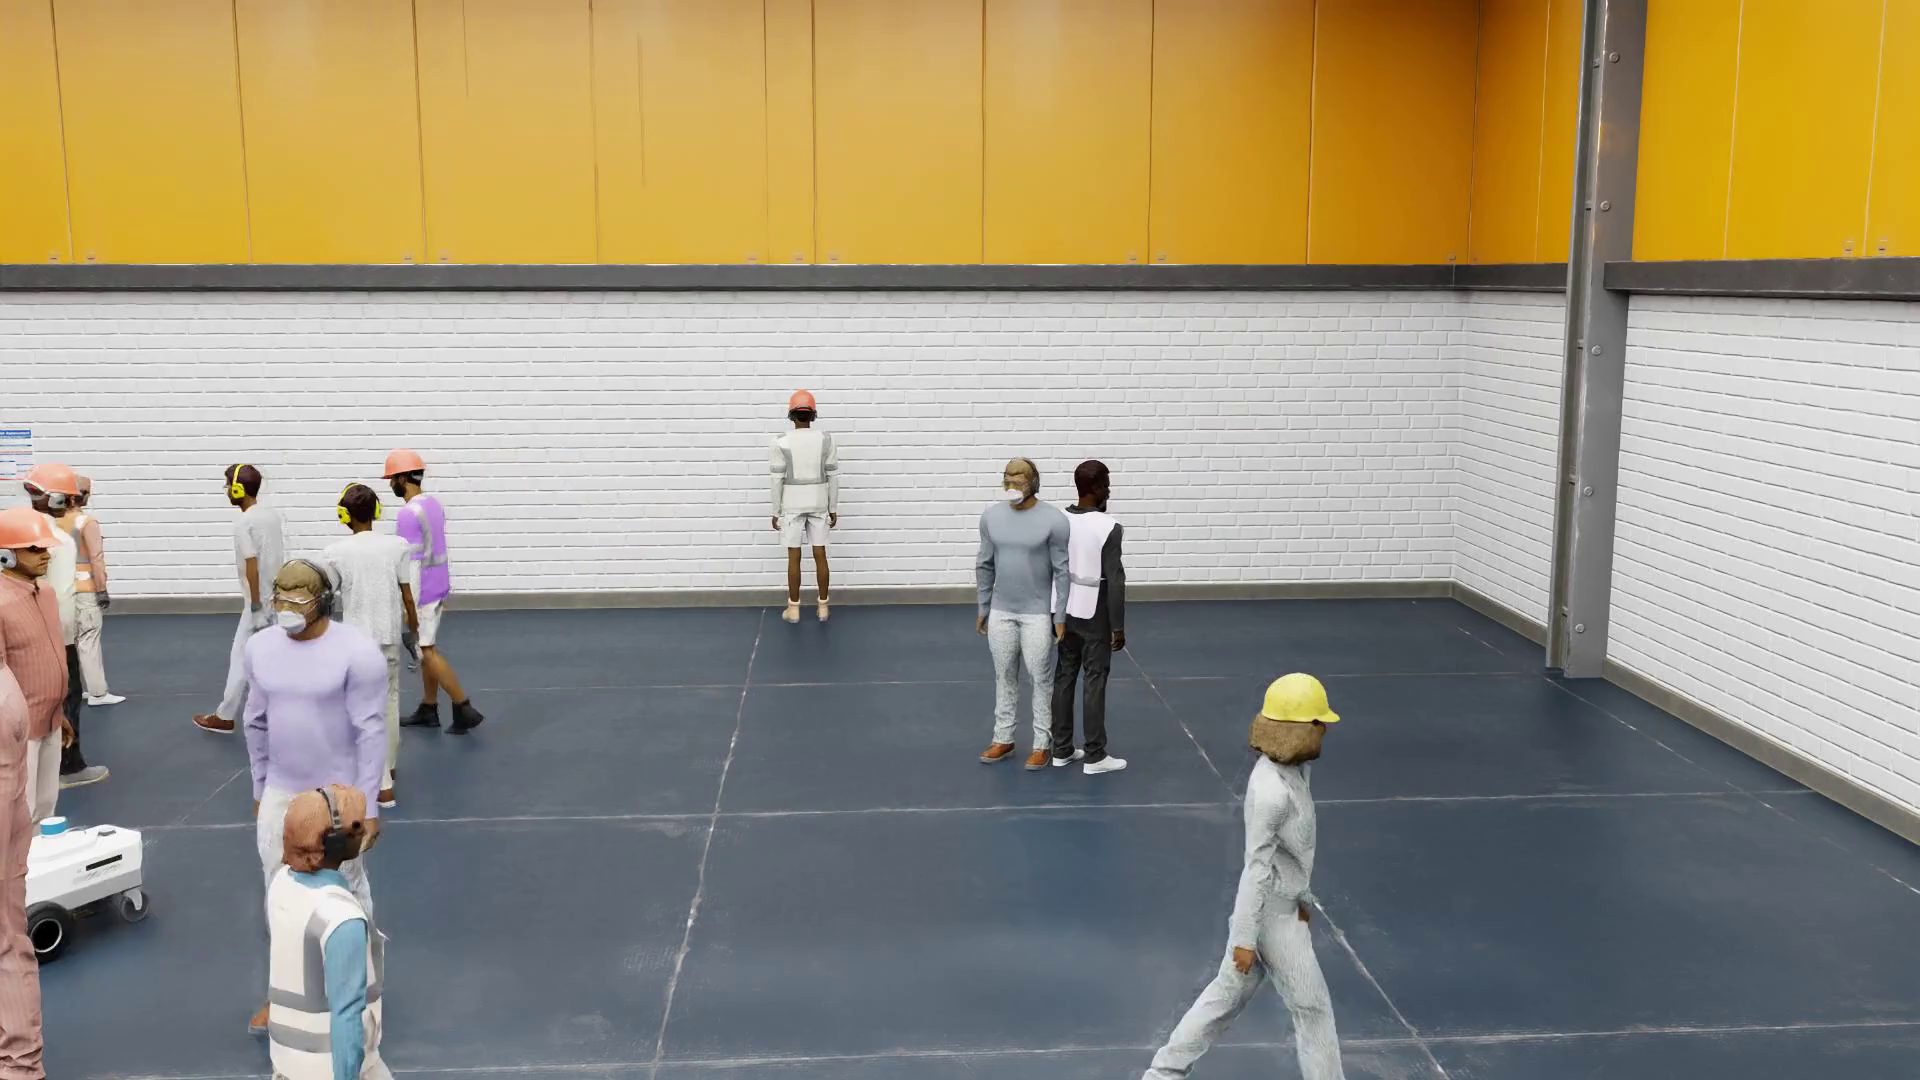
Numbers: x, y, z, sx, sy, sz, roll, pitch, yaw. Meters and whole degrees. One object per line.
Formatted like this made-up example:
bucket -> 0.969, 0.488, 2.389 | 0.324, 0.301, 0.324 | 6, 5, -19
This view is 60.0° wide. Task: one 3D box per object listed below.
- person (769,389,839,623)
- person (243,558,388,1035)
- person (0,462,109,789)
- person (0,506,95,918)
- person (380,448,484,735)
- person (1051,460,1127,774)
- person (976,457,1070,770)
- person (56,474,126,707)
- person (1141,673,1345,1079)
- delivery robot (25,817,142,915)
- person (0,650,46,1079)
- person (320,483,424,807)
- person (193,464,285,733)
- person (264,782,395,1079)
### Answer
person -> -1.366, -0.293, 14.546 | 0.608, 2.044, 0.370 | -3, 9, -17
person -> -2.599, 1.031, 6.649 | 0.651, 1.922, 0.599 | 2, 9, 11
person -> -5.391, 0.543, 9.586 | 0.666, 1.958, 0.787 | 5, 10, 27
person -> -4.249, 0.834, 7.621 | 0.395, 1.994, 0.613 | -1, 9, -4
person -> -3.507, 0.349, 10.977 | 0.544, 1.943, 0.566 | 0, 9, 1
person -> 0.754, 0.467, 10.171 | 0.375, 1.916, 0.592 | -9, 13, -44
person -> 0.383, 0.446, 10.239 | 0.635, 1.936, 0.355 | 5, 10, 28
person -> -6.201, 0.360, 11.710 | 0.515, 1.642, 0.314 | 4, 10, 26
person -> 1.045, 1.280, 5.766 | 0.897, 1.700, 0.495 | 2, 9, 13
delivery robot -> -4.122, 1.510, 7.591 | 0.477, 0.478, 0.707 | 5, 10, 28
person -> -3.613, 1.121, 6.099 | 0.410, 1.909, 0.643 | -6, 11, -35
person -> -3.462, 0.585, 9.642 | 0.563, 1.844, 0.751 | -6, 11, -35
person -> -4.573, 0.410, 10.912 | 1.015, 1.819, 0.537 | 2, 9, 11
person -> -1.842, 1.483, 4.781 | 0.512, 1.602, 0.825 | 8, 12, 42
